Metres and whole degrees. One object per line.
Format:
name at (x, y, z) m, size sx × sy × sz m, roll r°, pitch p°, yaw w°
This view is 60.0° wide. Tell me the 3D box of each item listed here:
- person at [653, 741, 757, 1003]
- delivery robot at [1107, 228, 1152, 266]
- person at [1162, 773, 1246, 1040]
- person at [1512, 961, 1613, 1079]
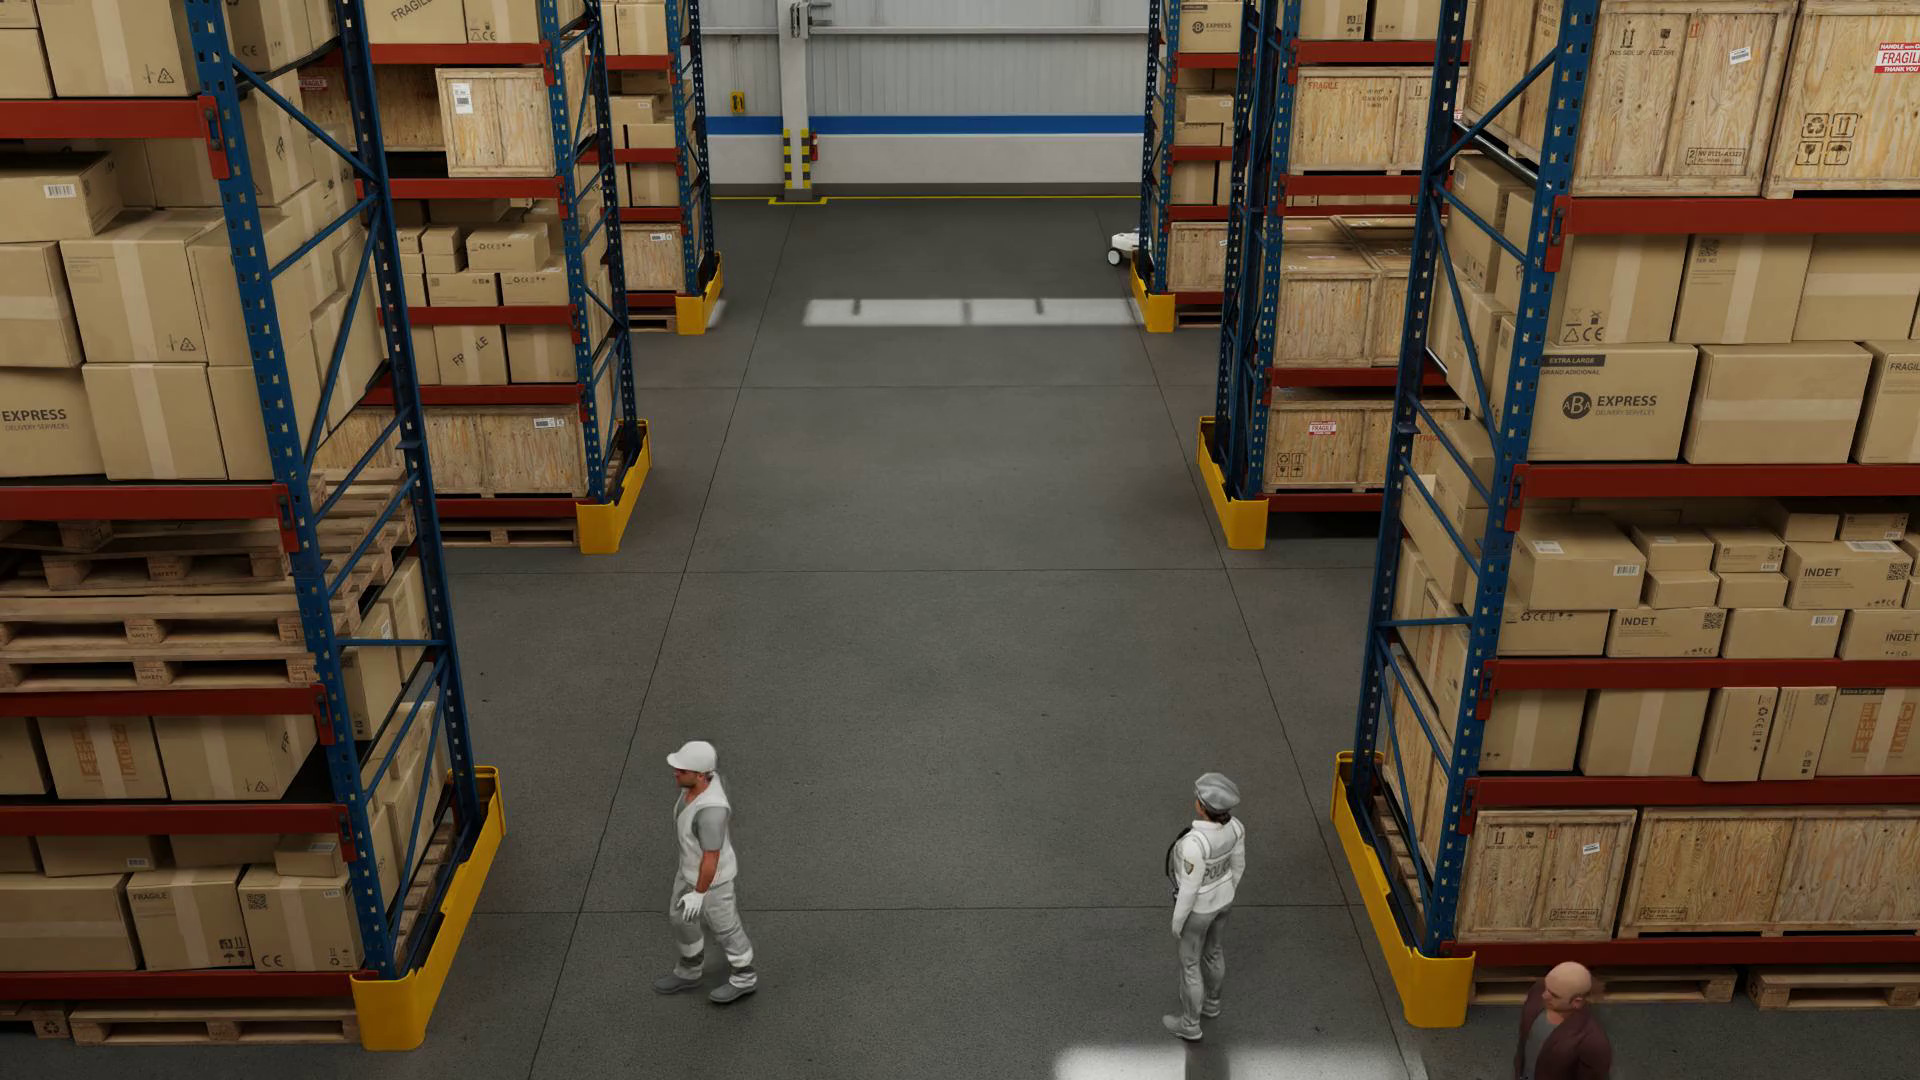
person at (-1.518, 1.943, 9.663) m, size 0.590 × 1.796 × 0.567 m, roll -10°, pitch 27°, yaw -20°
delivery robot at (2.517, -4.238, 24.527) m, size 0.734 × 0.535 × 0.667 m, roll 18°, pitch 31°, yaw 34°
person at (1.376, 2.084, 9.534) m, size 0.480 × 1.714 × 0.372 m, roll -19°, pitch 31°, yaw -36°
person at (2.887, 2.730, 8.014) m, size 0.745 × 1.775 × 0.637 m, roll -7°, pitch 26°, yaw -14°
